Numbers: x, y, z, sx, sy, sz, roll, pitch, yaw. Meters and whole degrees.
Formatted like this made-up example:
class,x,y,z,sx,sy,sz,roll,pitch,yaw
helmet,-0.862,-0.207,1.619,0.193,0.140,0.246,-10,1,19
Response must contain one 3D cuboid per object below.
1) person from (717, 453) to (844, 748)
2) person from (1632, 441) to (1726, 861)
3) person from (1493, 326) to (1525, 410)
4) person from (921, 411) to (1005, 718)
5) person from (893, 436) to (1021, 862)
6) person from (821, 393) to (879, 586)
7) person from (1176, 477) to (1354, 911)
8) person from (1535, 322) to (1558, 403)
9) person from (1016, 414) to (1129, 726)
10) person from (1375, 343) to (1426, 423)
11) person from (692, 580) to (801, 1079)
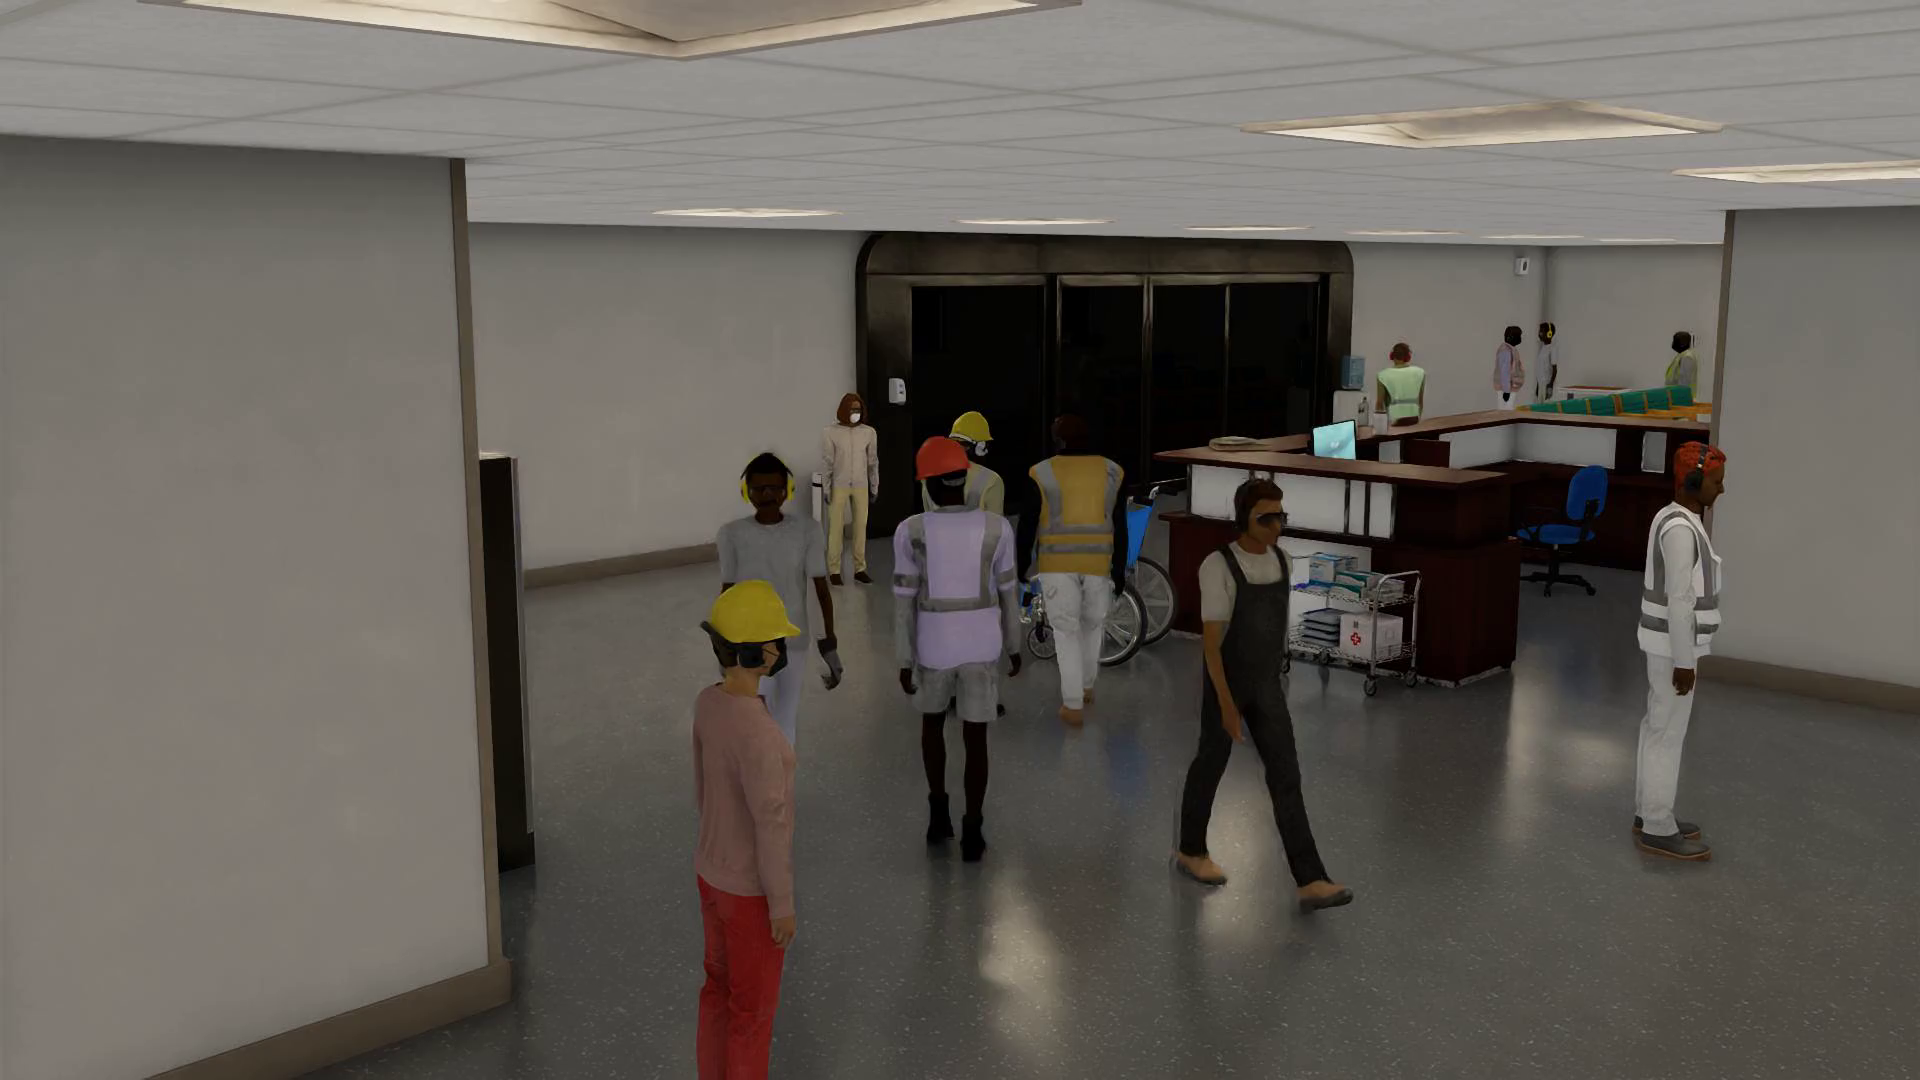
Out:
class,x,y,z,sx,sy,sz,roll,pitch,yaw
person,-0.826,0.511,7.639,0.541,1.818,0.957,-2,9,-13
person,3.273,0.491,7.568,0.356,1.887,0.572,3,10,18
person,7.930,-2.171,24.038,0.429,1.839,0.634,4,10,21
person,0.046,0.156,9.834,0.596,1.825,0.404,7,12,38
person,-0.005,0.485,7.535,0.587,1.907,0.530,0,9,-1
person,-0.922,-0.425,14.002,0.504,1.627,0.285,-4,10,-23
person,1.241,0.640,6.922,0.519,1.790,0.985,-6,11,-30
person,8.629,-2.272,24.561,0.329,1.872,0.511,0,9,-2
person,0.644,0.146,9.939,0.626,1.796,0.859,-2,10,-14
person,5.025,-1.334,18.973,0.607,1.812,0.569,-1,9,-4
person,-0.609,0.991,4.867,0.317,1.769,0.522,-5,11,-28
